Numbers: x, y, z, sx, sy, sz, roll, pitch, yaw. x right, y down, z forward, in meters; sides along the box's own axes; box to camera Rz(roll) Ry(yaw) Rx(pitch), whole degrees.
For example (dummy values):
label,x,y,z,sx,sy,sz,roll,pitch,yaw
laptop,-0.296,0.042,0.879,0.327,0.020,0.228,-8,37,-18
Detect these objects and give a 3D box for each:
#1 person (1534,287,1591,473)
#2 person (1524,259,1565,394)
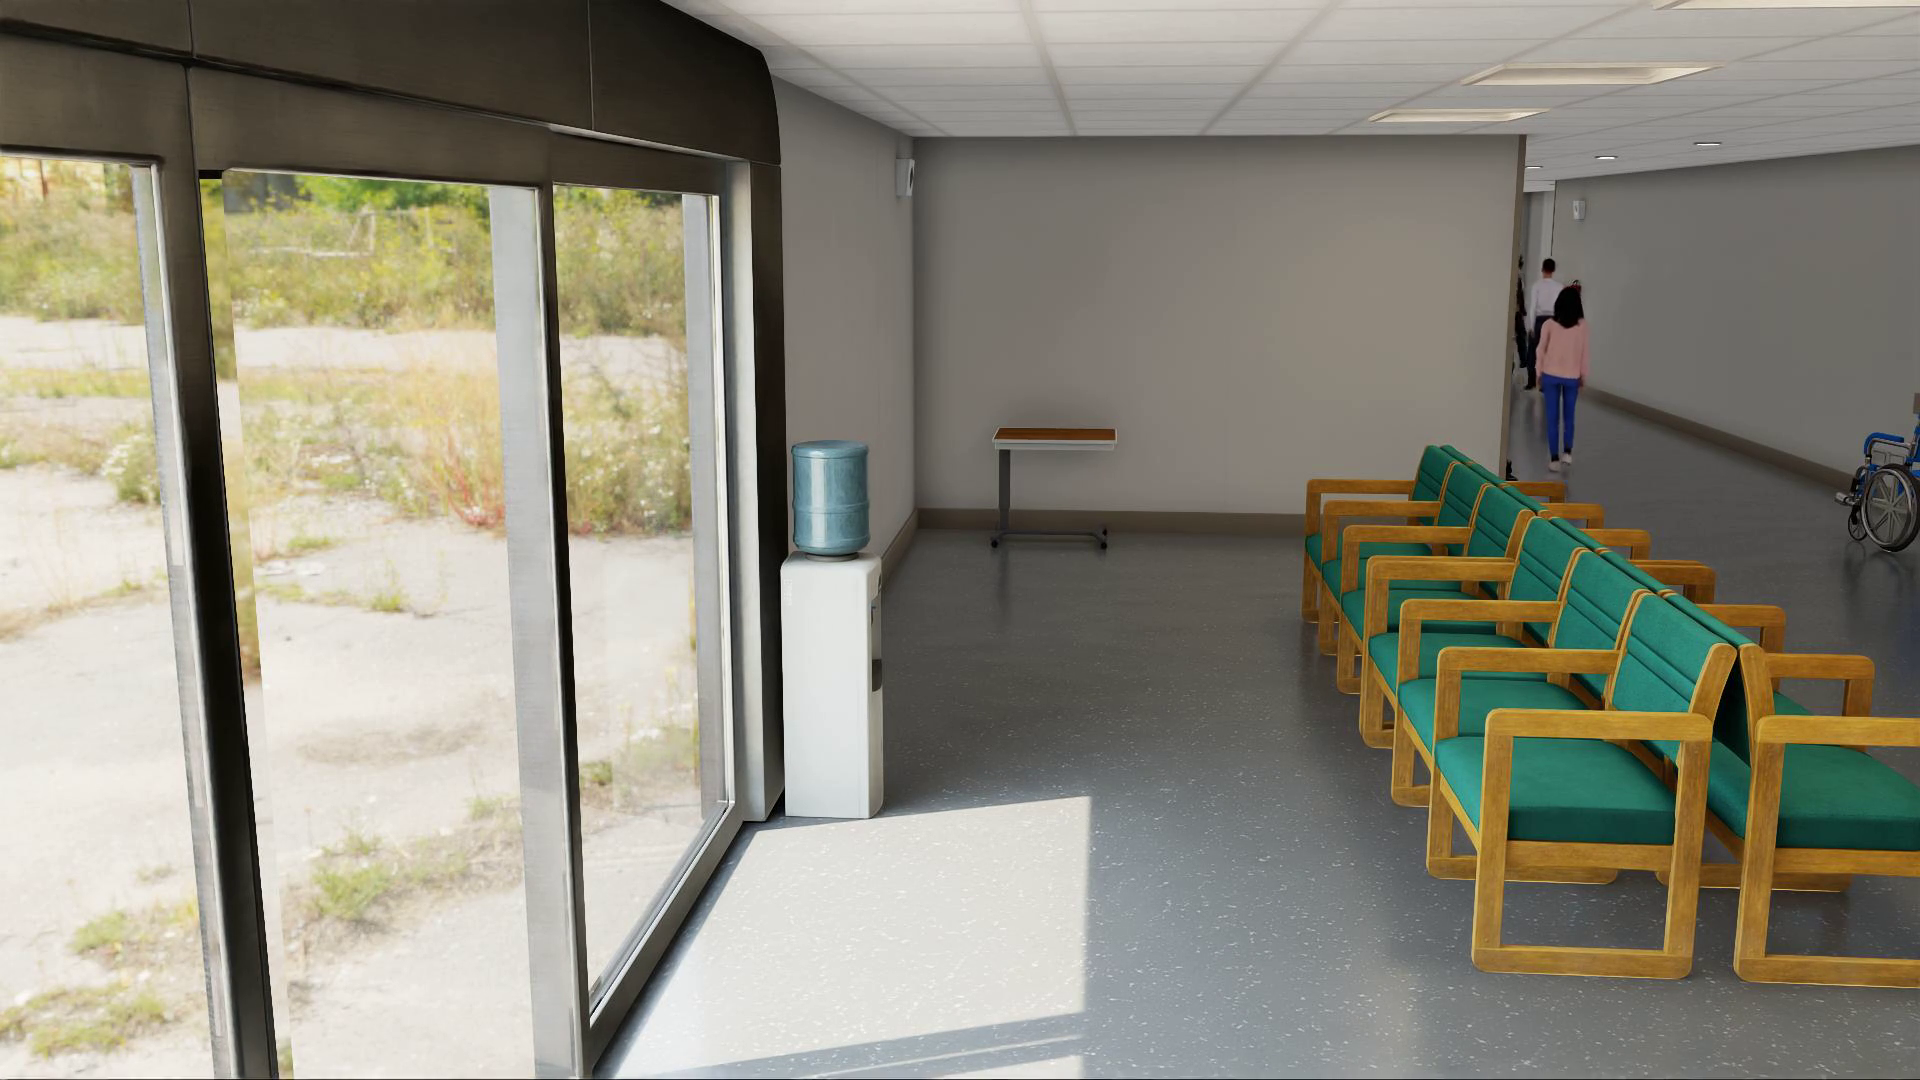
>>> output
label,x,y,z,sx,sy,sz,roll,pitch,yaw
person,5.745,-1.523,15.873,0.585,1.756,0.733,2,11,12
person,8.142,-2.954,23.063,0.747,1.850,0.675,2,11,8
